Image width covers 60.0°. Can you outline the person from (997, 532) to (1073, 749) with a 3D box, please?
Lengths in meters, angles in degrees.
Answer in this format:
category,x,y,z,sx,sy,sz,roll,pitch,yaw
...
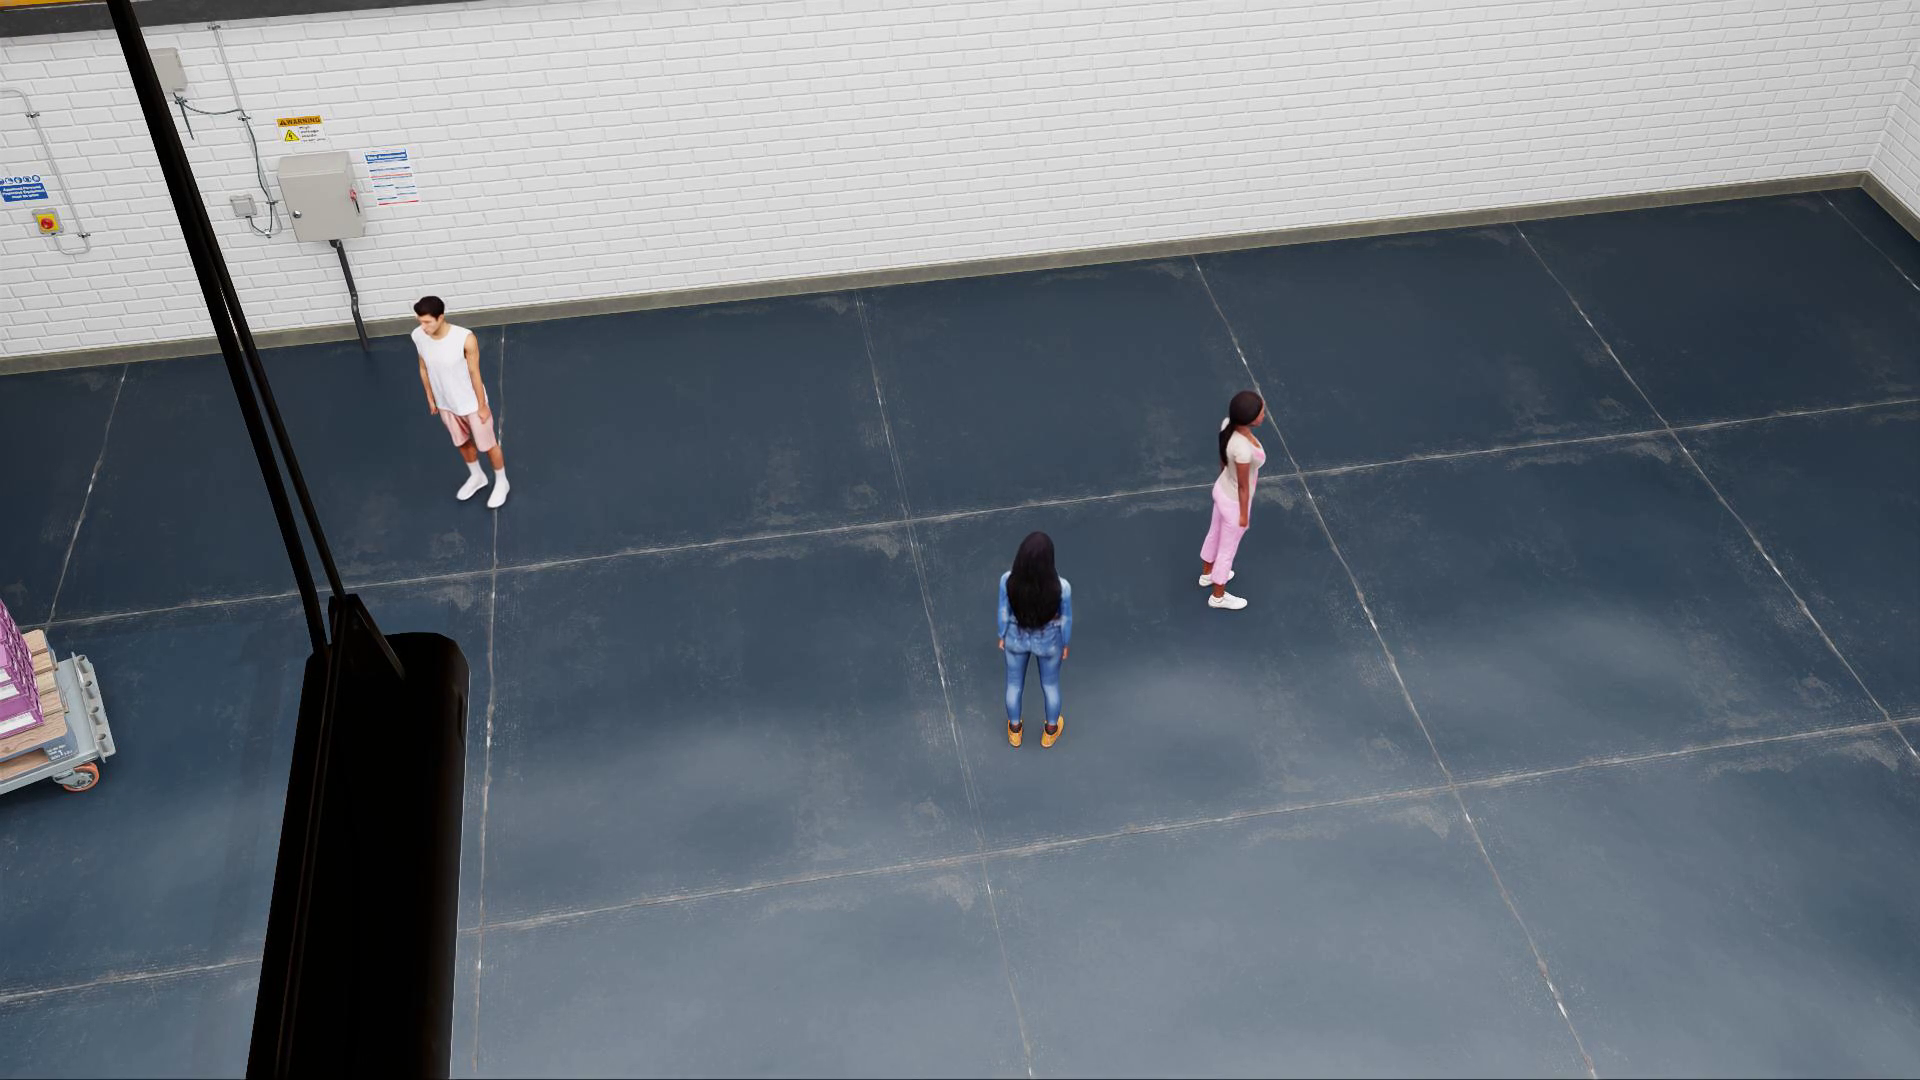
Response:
category,x,y,z,sx,sy,sz,roll,pitch,yaw
person,0.447,0.628,10.108,0.660,1.714,0.627,7,44,7

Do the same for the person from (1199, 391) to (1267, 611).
category,x,y,z,sx,sy,sz,roll,pitch,yaw
person,1.800,-0.276,11.036,0.628,1.744,0.434,-6,44,-7

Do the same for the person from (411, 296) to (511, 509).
category,x,y,z,sx,sy,sz,roll,pitch,yaw
person,-3.522,-1.014,11.784,0.731,1.779,0.730,11,45,11
